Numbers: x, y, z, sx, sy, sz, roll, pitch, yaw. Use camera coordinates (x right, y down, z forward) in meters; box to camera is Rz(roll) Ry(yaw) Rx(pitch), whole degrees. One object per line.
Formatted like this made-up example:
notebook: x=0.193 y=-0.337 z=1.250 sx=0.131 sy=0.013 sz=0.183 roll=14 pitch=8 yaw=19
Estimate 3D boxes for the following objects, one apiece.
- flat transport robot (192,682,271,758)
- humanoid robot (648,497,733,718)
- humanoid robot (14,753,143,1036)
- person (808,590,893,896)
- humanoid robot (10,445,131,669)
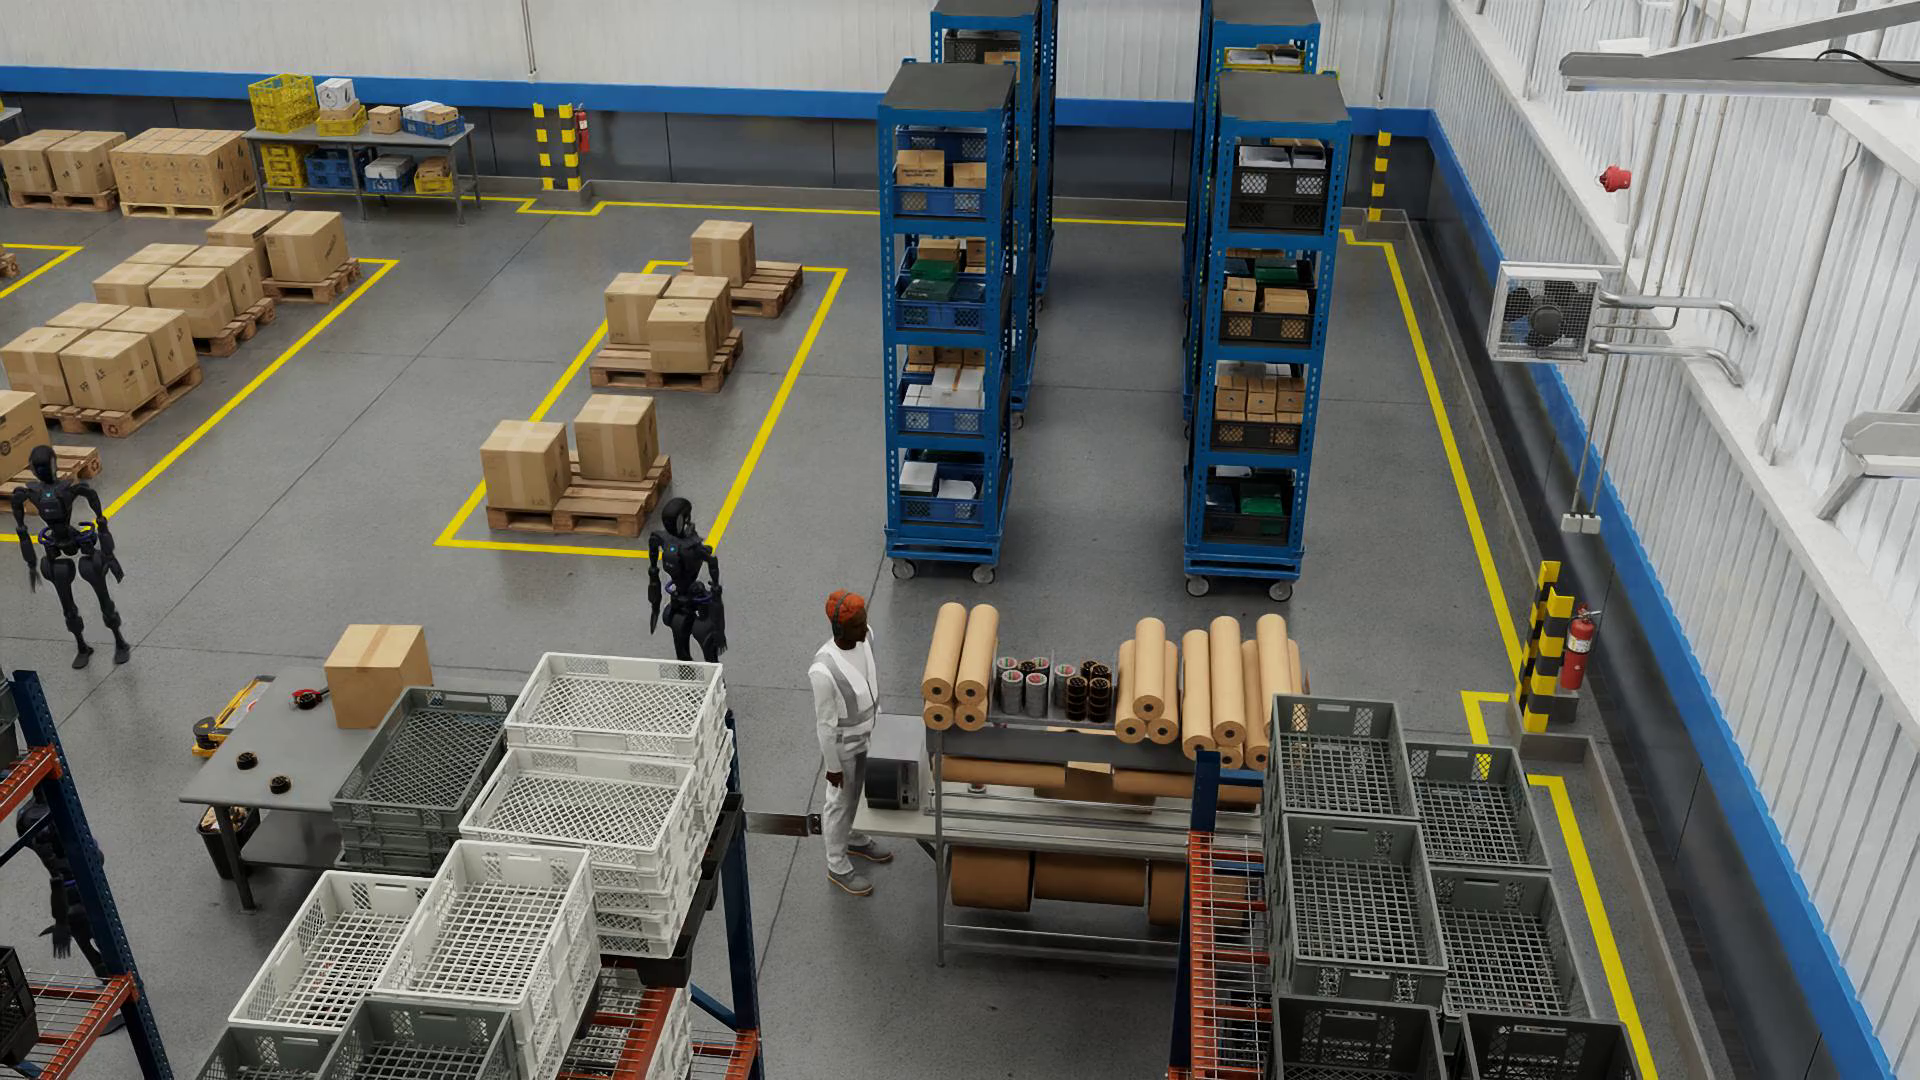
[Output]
flat transport robot: x=-4.089 y=1.163 z=10.648 sx=1.431 sy=0.197 sz=0.652 roll=3 pitch=30 yaw=6
humanoid robot: x=-1.702 y=0.459 z=10.482 sx=0.574 sy=1.652 sz=0.324 roll=15 pitch=34 yaw=25
humanoid robot: x=-4.419 y=1.740 z=8.272 sx=0.316 sy=1.657 sz=0.605 roll=-12 pitch=32 yaw=-20
person: x=-0.600 y=1.099 z=9.182 sx=0.356 sy=1.882 sz=0.573 roll=11 pitch=32 yaw=19
humanoid robot: x=-5.916 y=0.113 z=11.079 sx=0.561 sy=1.654 sz=0.310 roll=-7 pitch=31 yaw=-12
